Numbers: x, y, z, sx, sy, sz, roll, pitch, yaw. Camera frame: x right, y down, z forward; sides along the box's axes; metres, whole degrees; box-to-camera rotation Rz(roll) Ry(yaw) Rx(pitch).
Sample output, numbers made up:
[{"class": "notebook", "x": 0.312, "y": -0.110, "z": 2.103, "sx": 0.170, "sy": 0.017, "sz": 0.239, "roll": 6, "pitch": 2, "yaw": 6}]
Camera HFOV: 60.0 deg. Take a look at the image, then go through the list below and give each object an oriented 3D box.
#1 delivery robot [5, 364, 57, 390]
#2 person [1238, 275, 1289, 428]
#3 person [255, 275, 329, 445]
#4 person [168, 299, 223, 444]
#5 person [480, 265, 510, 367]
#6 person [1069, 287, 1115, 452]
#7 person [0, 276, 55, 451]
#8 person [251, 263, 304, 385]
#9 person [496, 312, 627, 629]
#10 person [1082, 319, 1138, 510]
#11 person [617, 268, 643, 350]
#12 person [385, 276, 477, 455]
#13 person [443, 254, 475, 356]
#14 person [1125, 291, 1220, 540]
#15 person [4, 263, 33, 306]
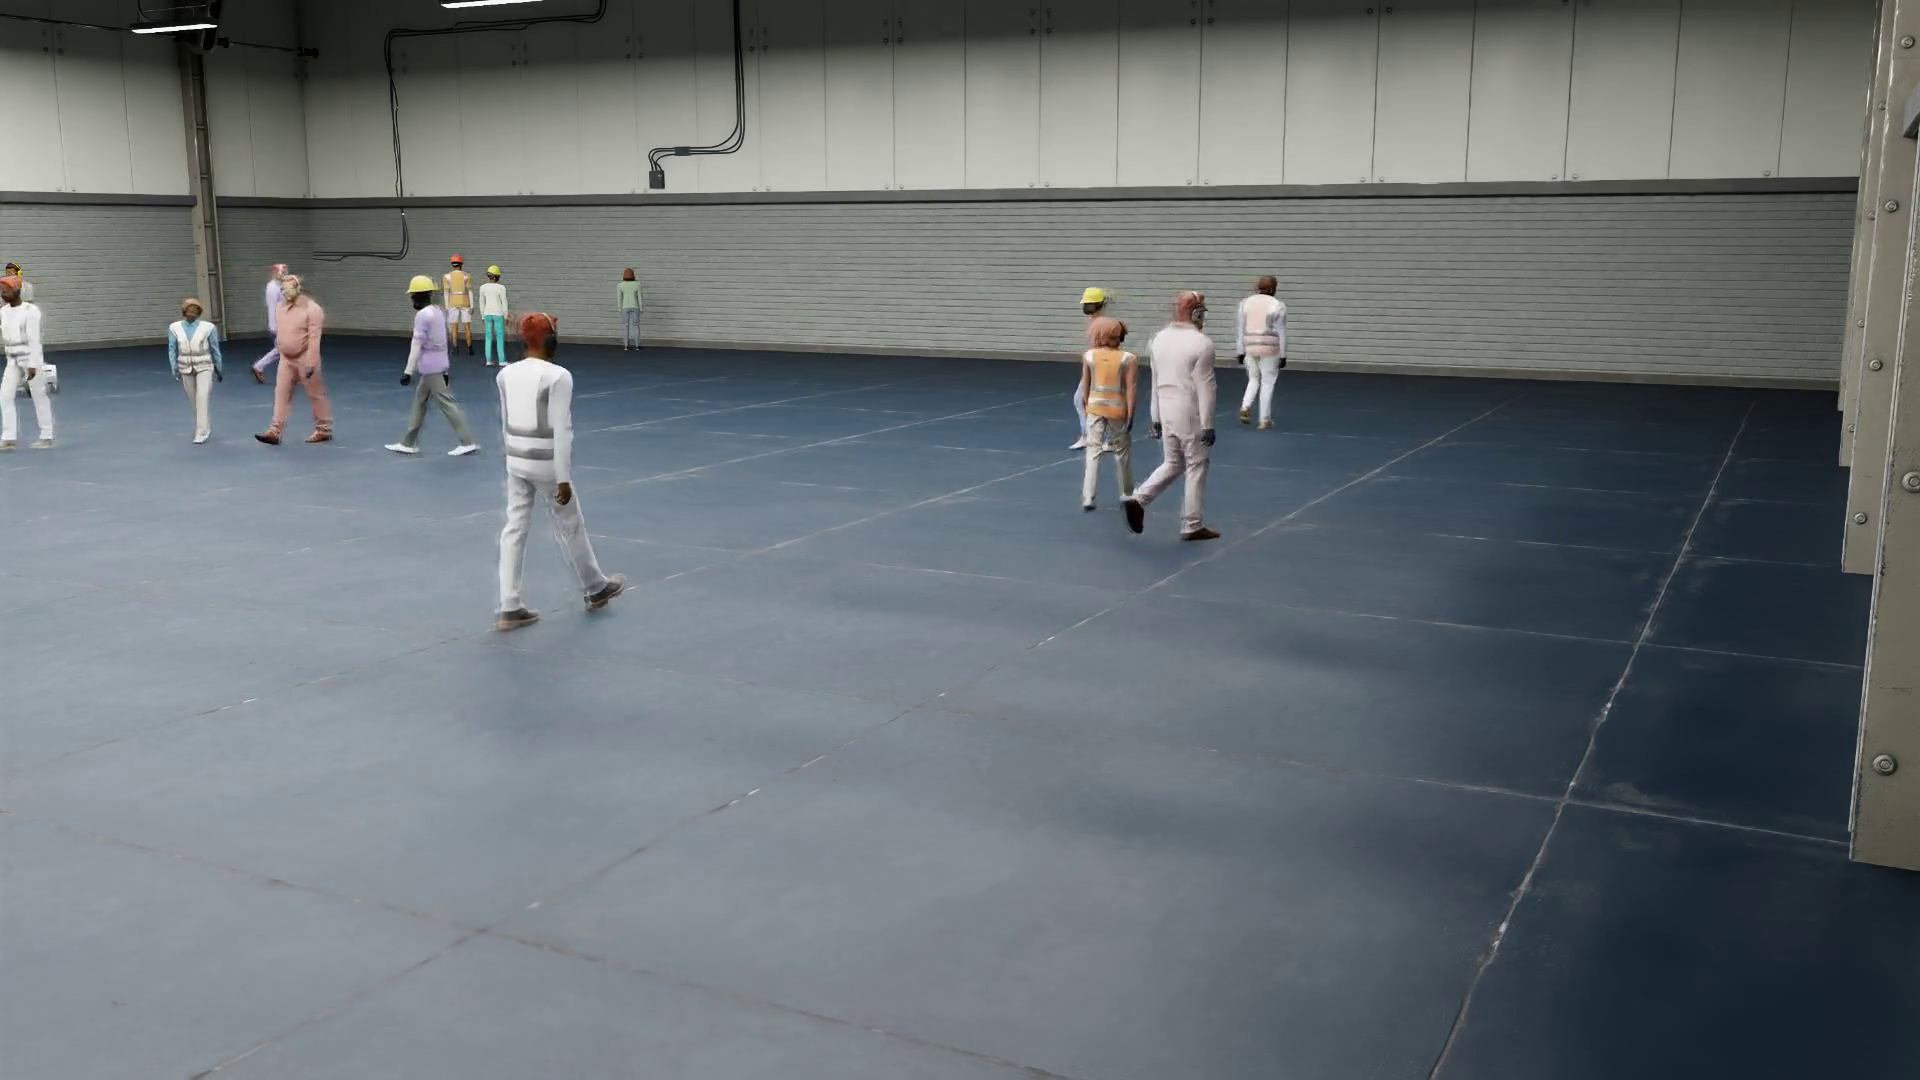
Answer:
[{"class": "delivery robot", "x": -13.341, "y": -2.392, "z": 23.886, "sx": 0.477, "sy": 0.478, "sz": 0.707, "roll": 2, "pitch": 11, "yaw": 10}, {"class": "person", "x": 3.608, "y": -2.228, "z": 19.768, "sx": 0.651, "sy": 1.831, "sz": 0.446, "roll": 9, "pitch": 14, "yaw": 40}, {"class": "person", "x": -7.298, "y": -1.951, "z": 18.179, "sx": 0.654, "sy": 1.853, "sz": 0.981, "roll": 4, "pitch": 11, "yaw": 20}, {"class": "person", "x": -8.523, "y": -1.894, "z": 18.595, "sx": 0.515, "sy": 1.602, "sz": 0.791, "roll": -1, "pitch": 10, "yaw": -7}, {"class": "person", "x": -8.159, "y": -3.925, "z": 29.199, "sx": 0.533, "sy": 1.767, "sz": 0.326, "roll": 3, "pitch": 11, "yaw": 16}, {"class": "person", "x": 1.388, "y": -1.789, "z": 17.615, "sx": 0.622, "sy": 1.747, "sz": 0.535, "roll": -1, "pitch": 10, "yaw": -7}, {"class": "person", "x": -10.019, "y": -1.859, "z": 17.656, "sx": 0.598, "sy": 1.854, "sz": 0.790, "roll": 3, "pitch": 11, "yaw": 18}, {"class": "person", "x": -10.484, "y": -3.299, "z": 25.513, "sx": 0.824, "sy": 1.875, "sz": 0.645, "roll": -2, "pitch": 11, "yaw": -10}, {"class": "person", "x": -2.449, "y": -0.433, "z": 9.961, "sx": 0.601, "sy": 1.830, "sz": 0.982, "roll": 5, "pitch": 12, "yaw": 28}, {"class": "person", "x": 1.259, "y": -1.064, "z": 14.076, "sx": 0.517, "sy": 1.594, "sz": 0.877, "roll": 4, "pitch": 11, "yaw": 20}, {"class": "person", "x": -6.622, "y": -4.632, "z": 33.412, "sx": 0.499, "sy": 1.633, "sz": 0.286, "roll": -1, "pitch": 10, "yaw": -8}, {"class": "person", "x": -5.543, "y": -1.807, "z": 17.355, "sx": 0.984, "sy": 1.878, "sz": 0.607, "roll": -1, "pitch": 10, "yaw": -4}, {"class": "person", "x": -9.582, "y": -4.487, "z": 31.825, "sx": 0.543, "sy": 1.927, "sz": 0.375, "roll": -3, "pitch": 11, "yaw": -14}, {"class": "person", "x": 1.635, "y": -0.913, "z": 12.454, "sx": 0.654, "sy": 1.890, "sz": 0.654, "roll": -6, "pitch": 12, "yaw": -30}, {"class": "person", "x": -14.901, "y": -3.449, "z": 26.351, "sx": 0.509, "sy": 1.863, "sz": 0.311, "roll": 0, "pitch": 10, "yaw": -2}]
